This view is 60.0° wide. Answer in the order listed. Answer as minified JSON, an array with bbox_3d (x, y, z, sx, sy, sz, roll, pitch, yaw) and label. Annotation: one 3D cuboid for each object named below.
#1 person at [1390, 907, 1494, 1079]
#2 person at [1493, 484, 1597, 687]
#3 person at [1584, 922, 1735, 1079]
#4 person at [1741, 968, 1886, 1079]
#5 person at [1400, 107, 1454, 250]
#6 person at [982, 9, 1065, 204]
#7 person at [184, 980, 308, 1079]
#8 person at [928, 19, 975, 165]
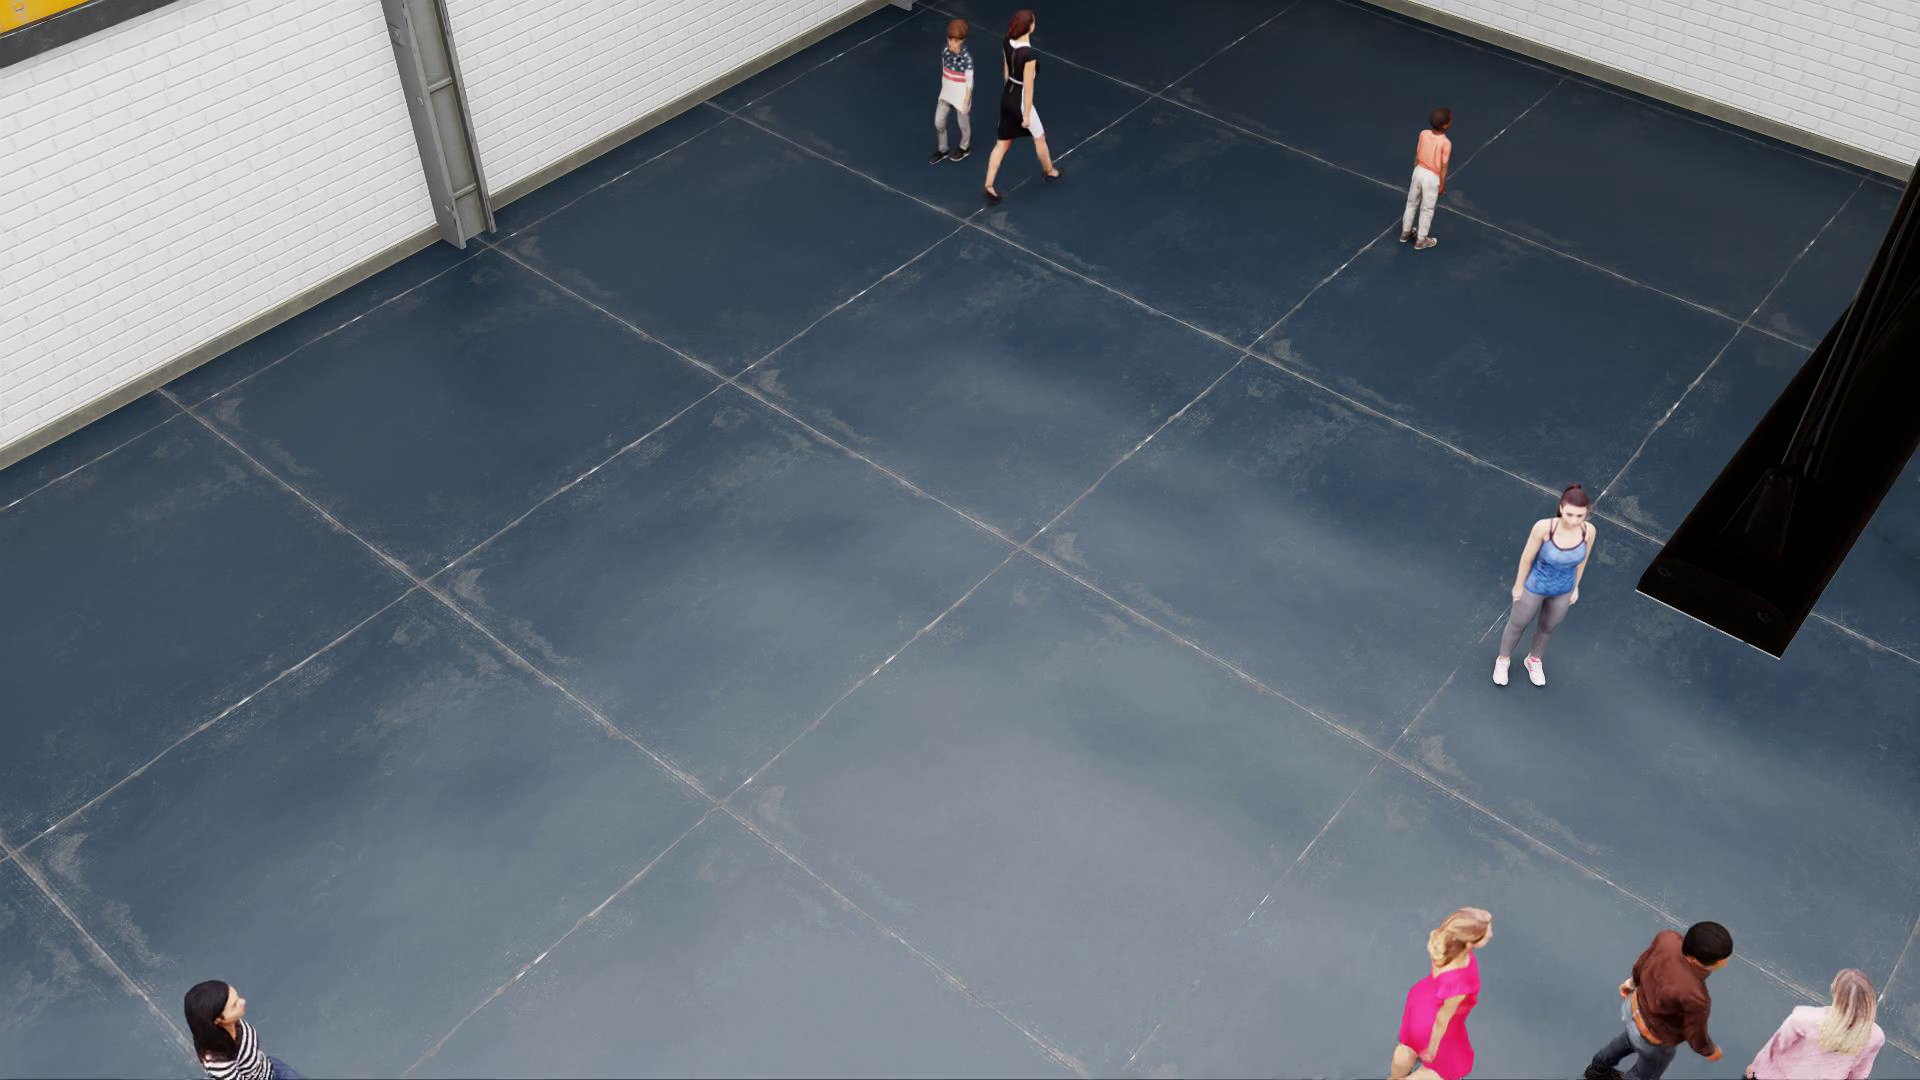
[{"bbox_3d":[2.269,2.370,8.266,0.786,1.720,0.720,5,44,5],"label":"person"},{"bbox_3d":[3.715,0.297,10.522,0.661,1.609,0.705,1,44,1],"label":"person"},{"bbox_3d":[3.360,2.420,8.188,0.887,1.756,0.822,-6,44,-6],"label":"person"},{"bbox_3d":[4.016,2.679,7.983,0.744,1.663,0.792,14,45,14],"label":"person"},{"bbox_3d":[4.033,-3.130,14.336,0.526,1.310,0.521,-28,50,-26],"label":"person"},{"bbox_3d":[0.438,-3.766,14.690,1.173,1.744,0.764,-29,50,-27],"label":"person"},{"bbox_3d":[-3.435,2.709,7.903,1.225,1.730,1.029,-11,45,-12],"label":"person"},{"bbox_3d":[0.011,-4.153,15.327,0.542,1.424,0.644,29,51,27],"label":"person"}]
